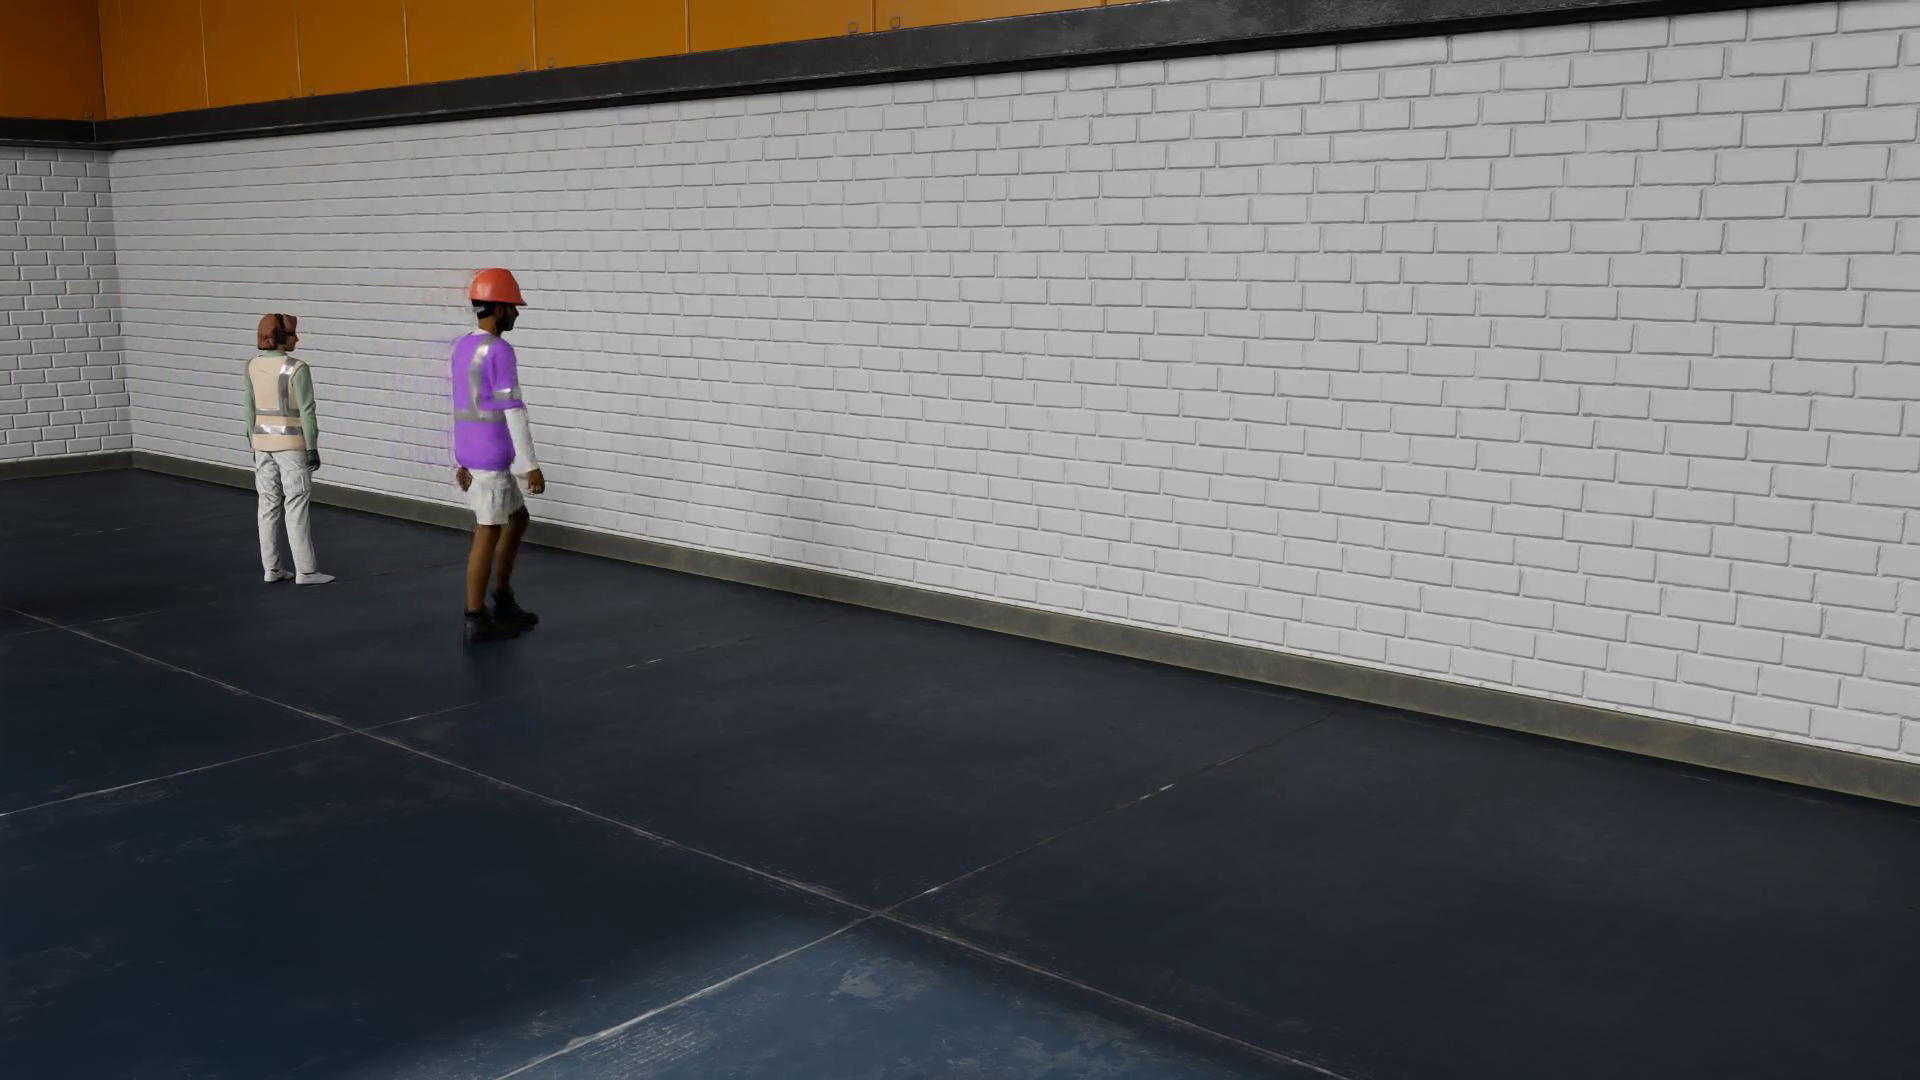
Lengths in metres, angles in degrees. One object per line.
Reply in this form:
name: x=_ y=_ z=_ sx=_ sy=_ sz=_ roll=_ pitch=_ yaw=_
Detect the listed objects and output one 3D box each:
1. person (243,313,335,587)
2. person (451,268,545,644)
person: x=-4.058 y=-0.534 z=9.975 sx=0.515 sy=1.636 sz=0.314 roll=5 pitch=11 yaw=24
person: x=-2.347 y=-0.426 z=8.564 sx=0.614 sy=1.917 sz=0.565 roll=-6 pitch=12 yaw=-32
